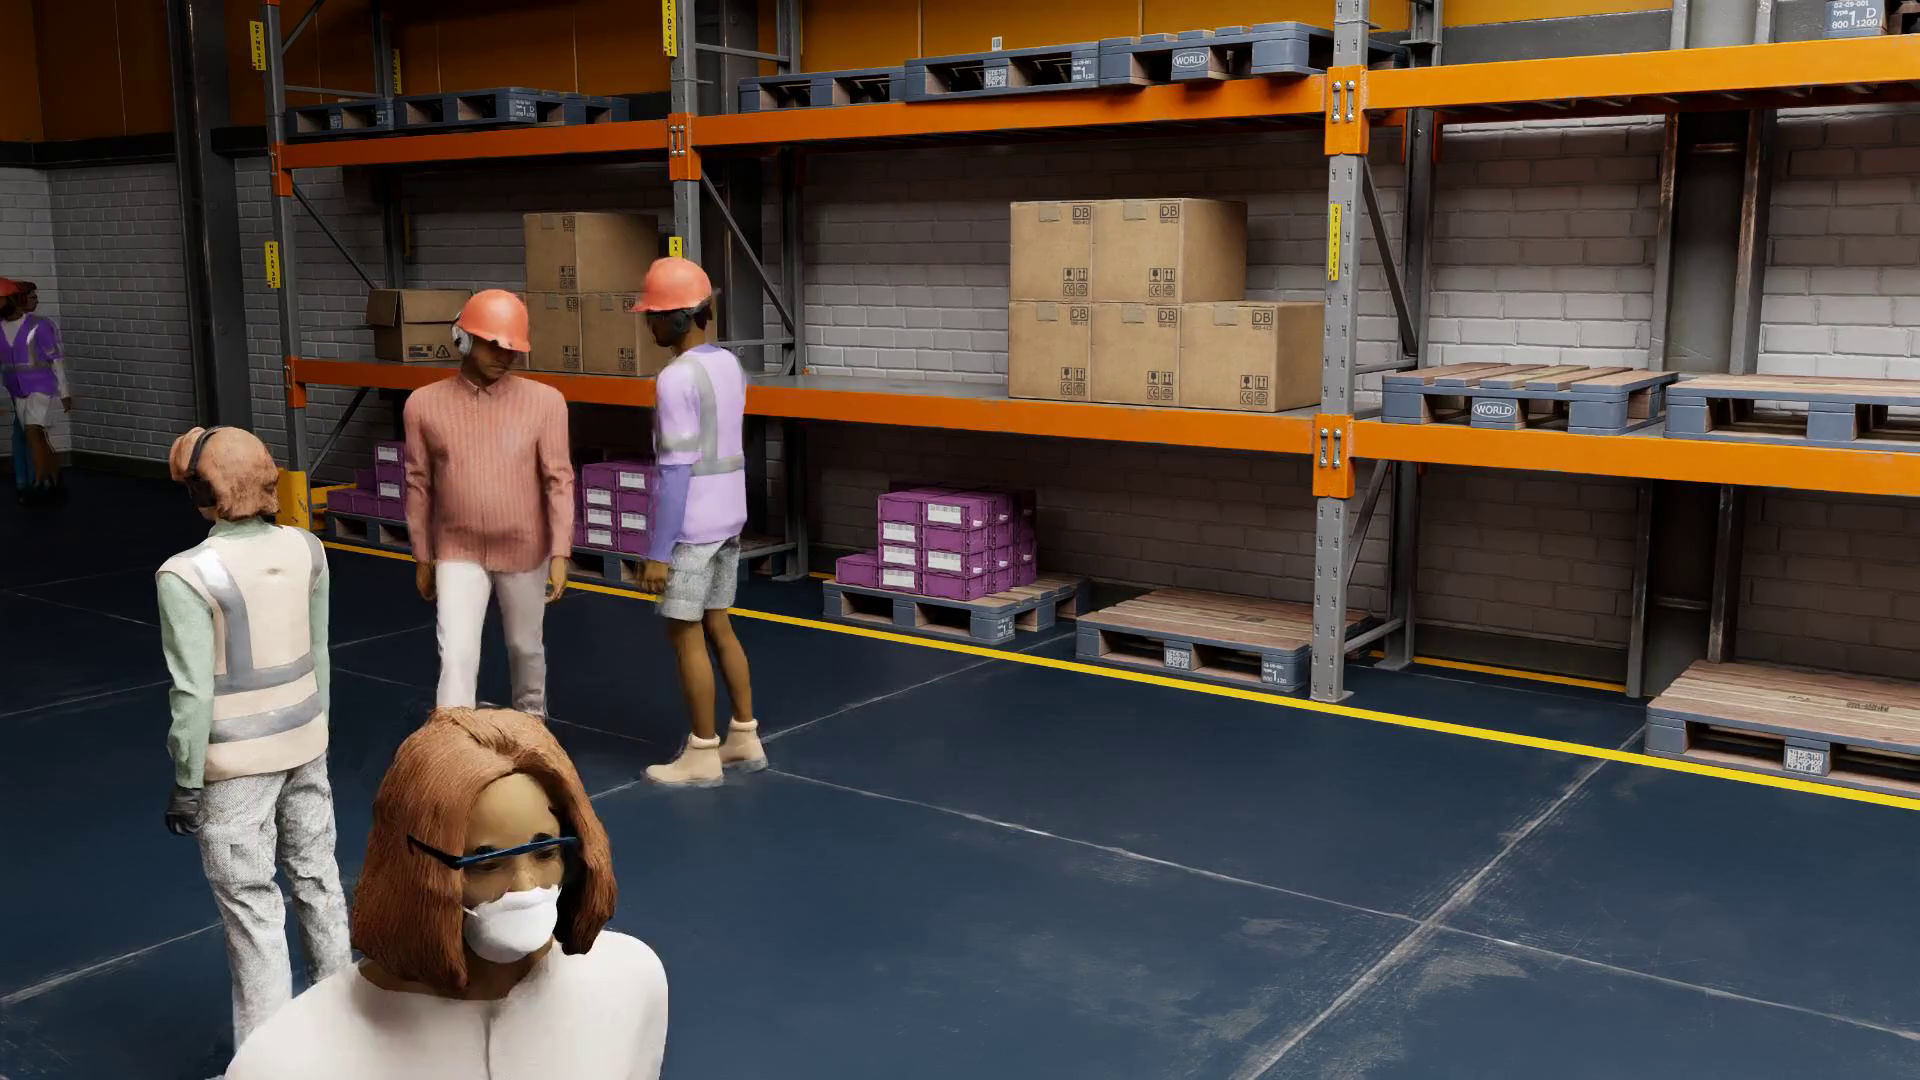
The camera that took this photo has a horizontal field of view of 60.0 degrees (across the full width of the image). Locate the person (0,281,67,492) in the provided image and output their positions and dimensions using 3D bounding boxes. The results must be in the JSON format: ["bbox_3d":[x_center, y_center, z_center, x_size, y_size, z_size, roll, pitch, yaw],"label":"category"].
[{"bbox_3d":[-8.165,-1.330,14.534,0.570,1.845,0.380,8,12,38],"label":"person"}]

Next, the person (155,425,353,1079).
[{"bbox_3d":[-1.702,0.540,4.022,0.310,1.636,0.523,3,10,18],"label":"person"}]

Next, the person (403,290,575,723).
[{"bbox_3d":[-1.747,0.036,6.209,0.615,1.929,1.022,-2,10,-13],"label":"person"}]

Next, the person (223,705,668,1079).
[{"bbox_3d":[-0.545,0.936,1.782,0.511,1.598,0.832,-8,12,-40],"label":"person"}]

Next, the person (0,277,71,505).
[{"bbox_3d":[-7.736,-1.225,13.774,0.560,1.882,0.831,1,10,9],"label":"person"}]

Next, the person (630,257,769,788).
[{"bbox_3d":[-1.012,-0.045,6.391,0.431,2.041,0.637,2,10,15],"label":"person"}]
